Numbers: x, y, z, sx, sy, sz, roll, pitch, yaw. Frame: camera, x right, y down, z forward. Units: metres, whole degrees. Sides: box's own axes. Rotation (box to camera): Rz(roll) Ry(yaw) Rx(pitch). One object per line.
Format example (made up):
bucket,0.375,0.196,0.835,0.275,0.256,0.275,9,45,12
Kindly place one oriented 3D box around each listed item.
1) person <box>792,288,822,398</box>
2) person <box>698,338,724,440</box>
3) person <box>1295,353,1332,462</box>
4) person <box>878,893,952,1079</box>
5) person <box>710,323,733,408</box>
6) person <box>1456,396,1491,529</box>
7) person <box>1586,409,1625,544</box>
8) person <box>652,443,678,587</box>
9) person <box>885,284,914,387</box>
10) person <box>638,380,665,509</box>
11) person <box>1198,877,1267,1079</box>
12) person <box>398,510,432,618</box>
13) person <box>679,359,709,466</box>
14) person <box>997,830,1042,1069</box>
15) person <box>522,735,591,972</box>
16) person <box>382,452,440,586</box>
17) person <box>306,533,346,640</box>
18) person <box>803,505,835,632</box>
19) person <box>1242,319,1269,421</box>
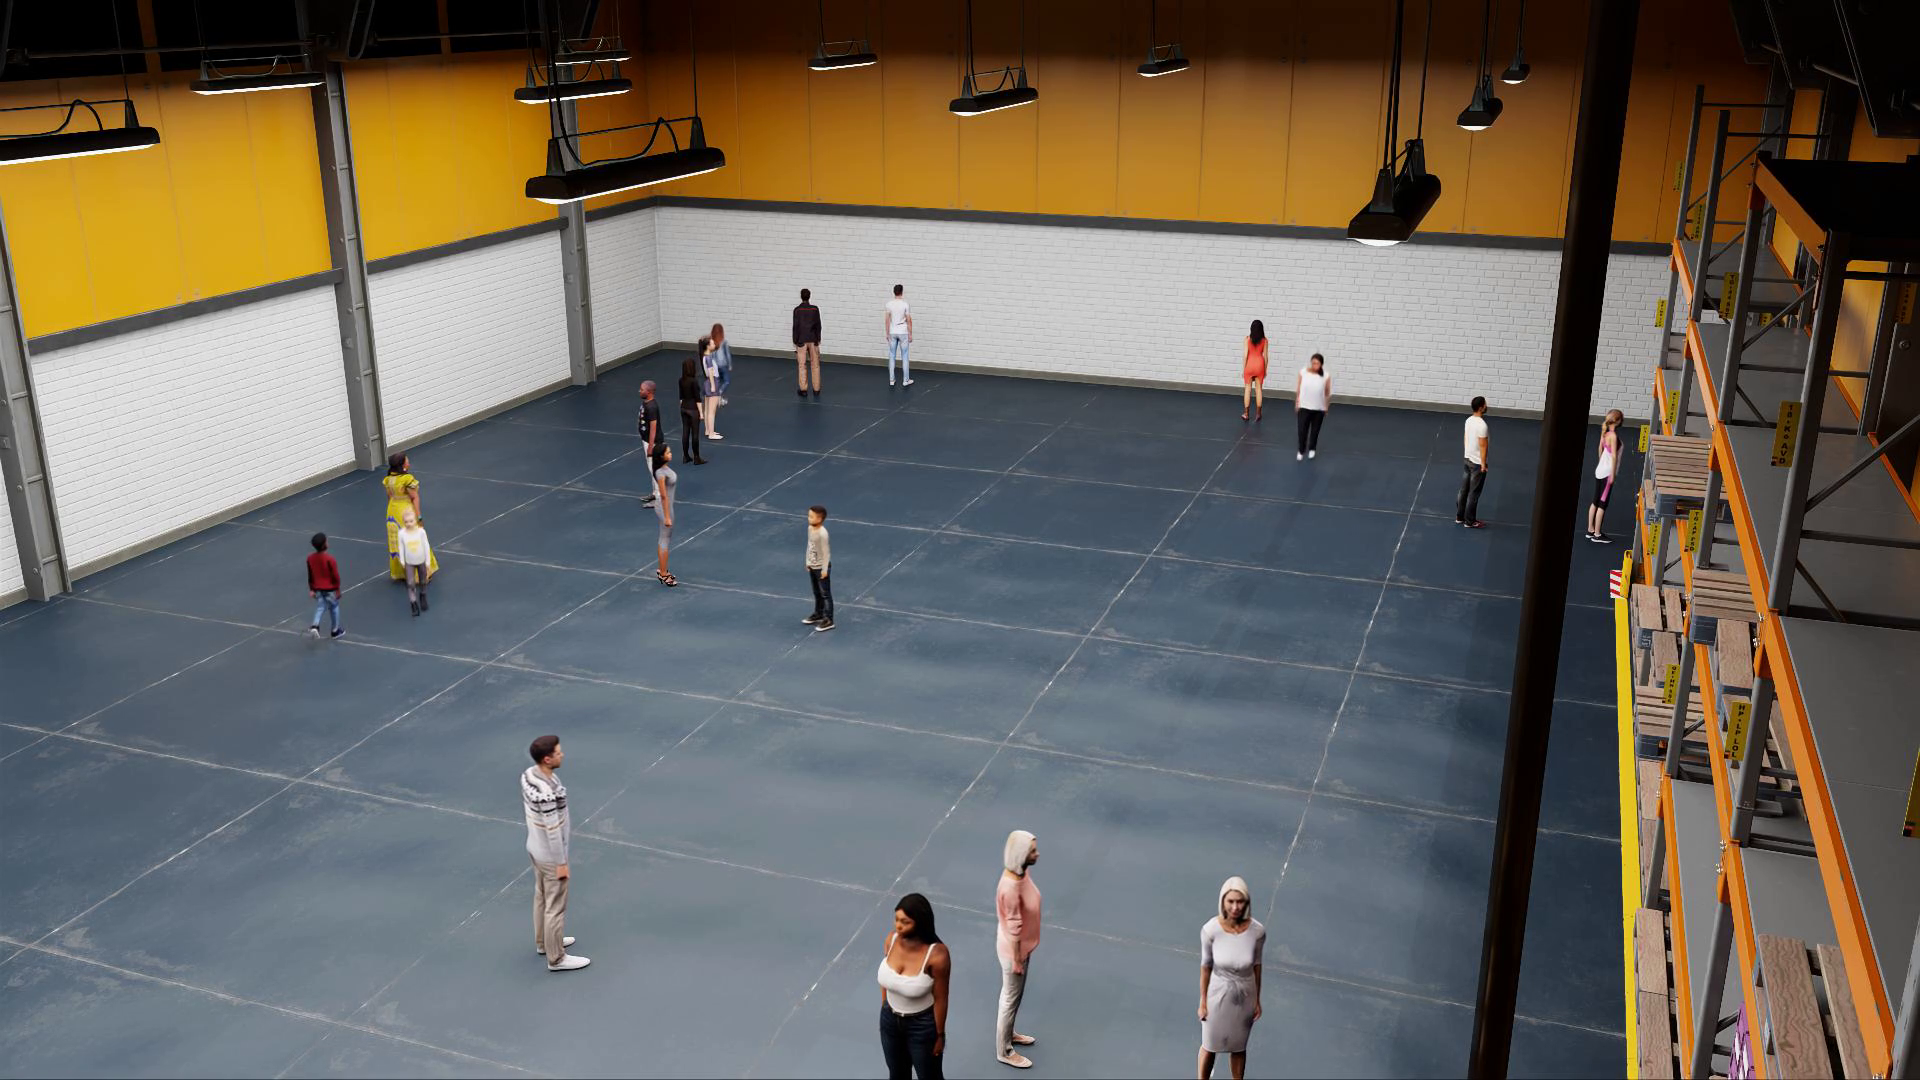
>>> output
person,-2.745,-3.542,29.749,0.786,1.924,0.826,-7,20,-20
person,-4.065,-2.472,27.001,0.731,1.650,0.659,-7,20,-20
person,5.480,-2.091,25.839,0.722,1.669,0.876,5,19,14
person,-0.286,3.020,10.443,0.705,1.809,0.691,13,23,34
person,-4.201,-3.014,28.899,0.618,1.466,0.717,10,21,26
person,6.989,-1.074,22.609,0.775,1.805,0.664,-4,19,-12
person,8.543,-0.864,22.012,0.729,1.787,0.576,0,19,0
person,-3.628,-0.326,20.422,0.736,1.781,0.631,-3,19,-9
person,-1.126,-3.772,30.545,0.673,1.851,0.564,5,19,13
person,-4.346,-1.375,23.499,0.818,1.805,0.729,-5,19,-15
person,1.734,2.955,10.728,0.635,1.750,0.624,-1,19,-3
person,-6.391,0.247,19.558,0.818,1.247,0.912,-7,20,-19
person,-4.145,-1.979,25.551,0.630,1.642,0.577,12,22,32
person,0.384,2.755,11.364,0.707,1.724,0.530,2,19,7
person,-3.083,2.315,12.458,0.789,1.860,0.757,-11,21,-29
person,-6.833,-0.279,20.473,0.900,1.660,0.836,10,21,27
person,-7.155,0.552,18.658,0.554,1.243,0.698,4,19,10
person,-1.604,0.300,19.063,0.660,1.463,0.633,-13,22,-33
person,4.982,-2.883,28.113,0.655,1.719,0.643,0,19,-1
